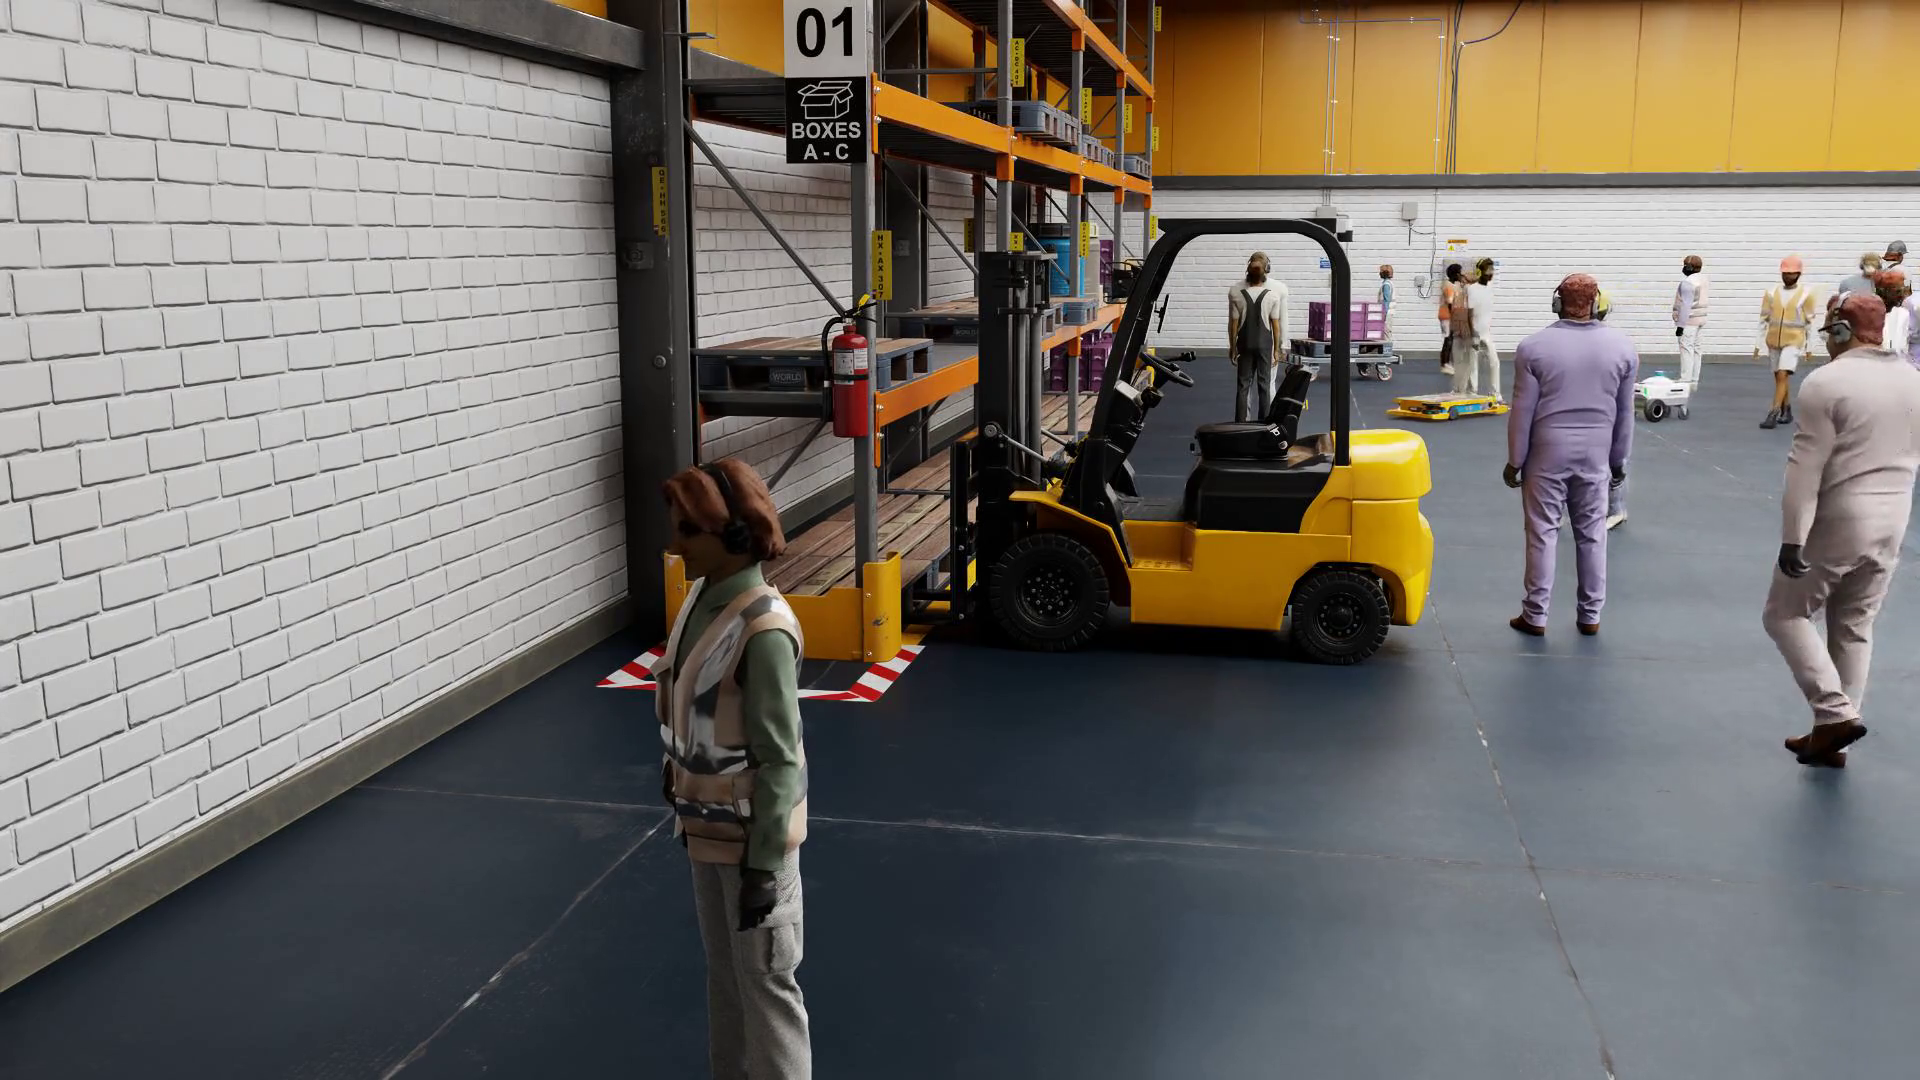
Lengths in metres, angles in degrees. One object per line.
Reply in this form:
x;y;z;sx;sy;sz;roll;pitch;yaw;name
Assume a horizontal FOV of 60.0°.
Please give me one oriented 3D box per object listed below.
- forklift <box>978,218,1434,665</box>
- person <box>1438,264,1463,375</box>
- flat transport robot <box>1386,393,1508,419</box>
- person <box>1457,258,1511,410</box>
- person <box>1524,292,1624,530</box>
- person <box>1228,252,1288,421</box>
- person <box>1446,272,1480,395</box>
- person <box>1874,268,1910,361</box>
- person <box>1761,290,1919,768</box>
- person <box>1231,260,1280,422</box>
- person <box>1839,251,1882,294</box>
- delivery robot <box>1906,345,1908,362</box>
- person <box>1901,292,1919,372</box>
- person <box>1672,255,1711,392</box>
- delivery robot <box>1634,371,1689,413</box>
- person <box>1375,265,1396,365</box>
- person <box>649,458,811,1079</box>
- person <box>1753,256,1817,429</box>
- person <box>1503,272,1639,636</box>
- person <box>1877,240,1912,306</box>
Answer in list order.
1.285;-0.567;8.635;2.313;2.155;1.214;2;11;11;forklift
7.447;-3.355;25.302;0.338;1.683;0.548;4;11;20;person
5.687;-1.567;19.389;1.431;0.197;0.652;-8;13;-37;flat transport robot
6.314;-2.444;19.919;0.527;1.830;0.885;-7;12;-33;person
4.439;-0.912;11.776;0.740;1.739;0.541;-4;11;-20;person
3.111;-2.035;17.396;0.627;1.934;0.370;3;11;14;person
6.564;-2.650;21.597;0.340;1.632;0.536;-6;12;-29;person
6.964;-1.166;12.842;0.593;1.859;0.613;-5;11;-24;person
3.477;-0.028;6.532;0.671;1.882;0.426;-3;11;-17;person
3.060;-1.967;17.267;0.506;1.847;0.344;3;11;15;person
10.914;-2.521;20.101;0.638;1.940;0.499;7;12;33;person
14.187;-2.822;25.211;0.707;0.478;0.477;-10;15;-39;delivery robot
8.646;-1.558;14.798;0.592;1.925;0.380;1;10;6;person
9.863;-2.923;22.515;0.621;1.845;0.430;-9;14;-42;person
7.988;-1.692;19.038;0.707;0.478;0.477;-4;11;-23;delivery robot
6.980;-3.688;27.259;0.315;1.640;0.514;3;11;17;person
-0.478;0.638;3.554;0.308;1.640;0.511;-5;12;-26;person
9.122;-2.189;18.386;0.995;1.894;0.559;-10;14;-42;person
3.180;-0.441;8.733;0.654;1.906;0.407;0;10;1;person
14.061;-3.491;25.084;0.537;2.000;0.682;-3;11;-17;person
